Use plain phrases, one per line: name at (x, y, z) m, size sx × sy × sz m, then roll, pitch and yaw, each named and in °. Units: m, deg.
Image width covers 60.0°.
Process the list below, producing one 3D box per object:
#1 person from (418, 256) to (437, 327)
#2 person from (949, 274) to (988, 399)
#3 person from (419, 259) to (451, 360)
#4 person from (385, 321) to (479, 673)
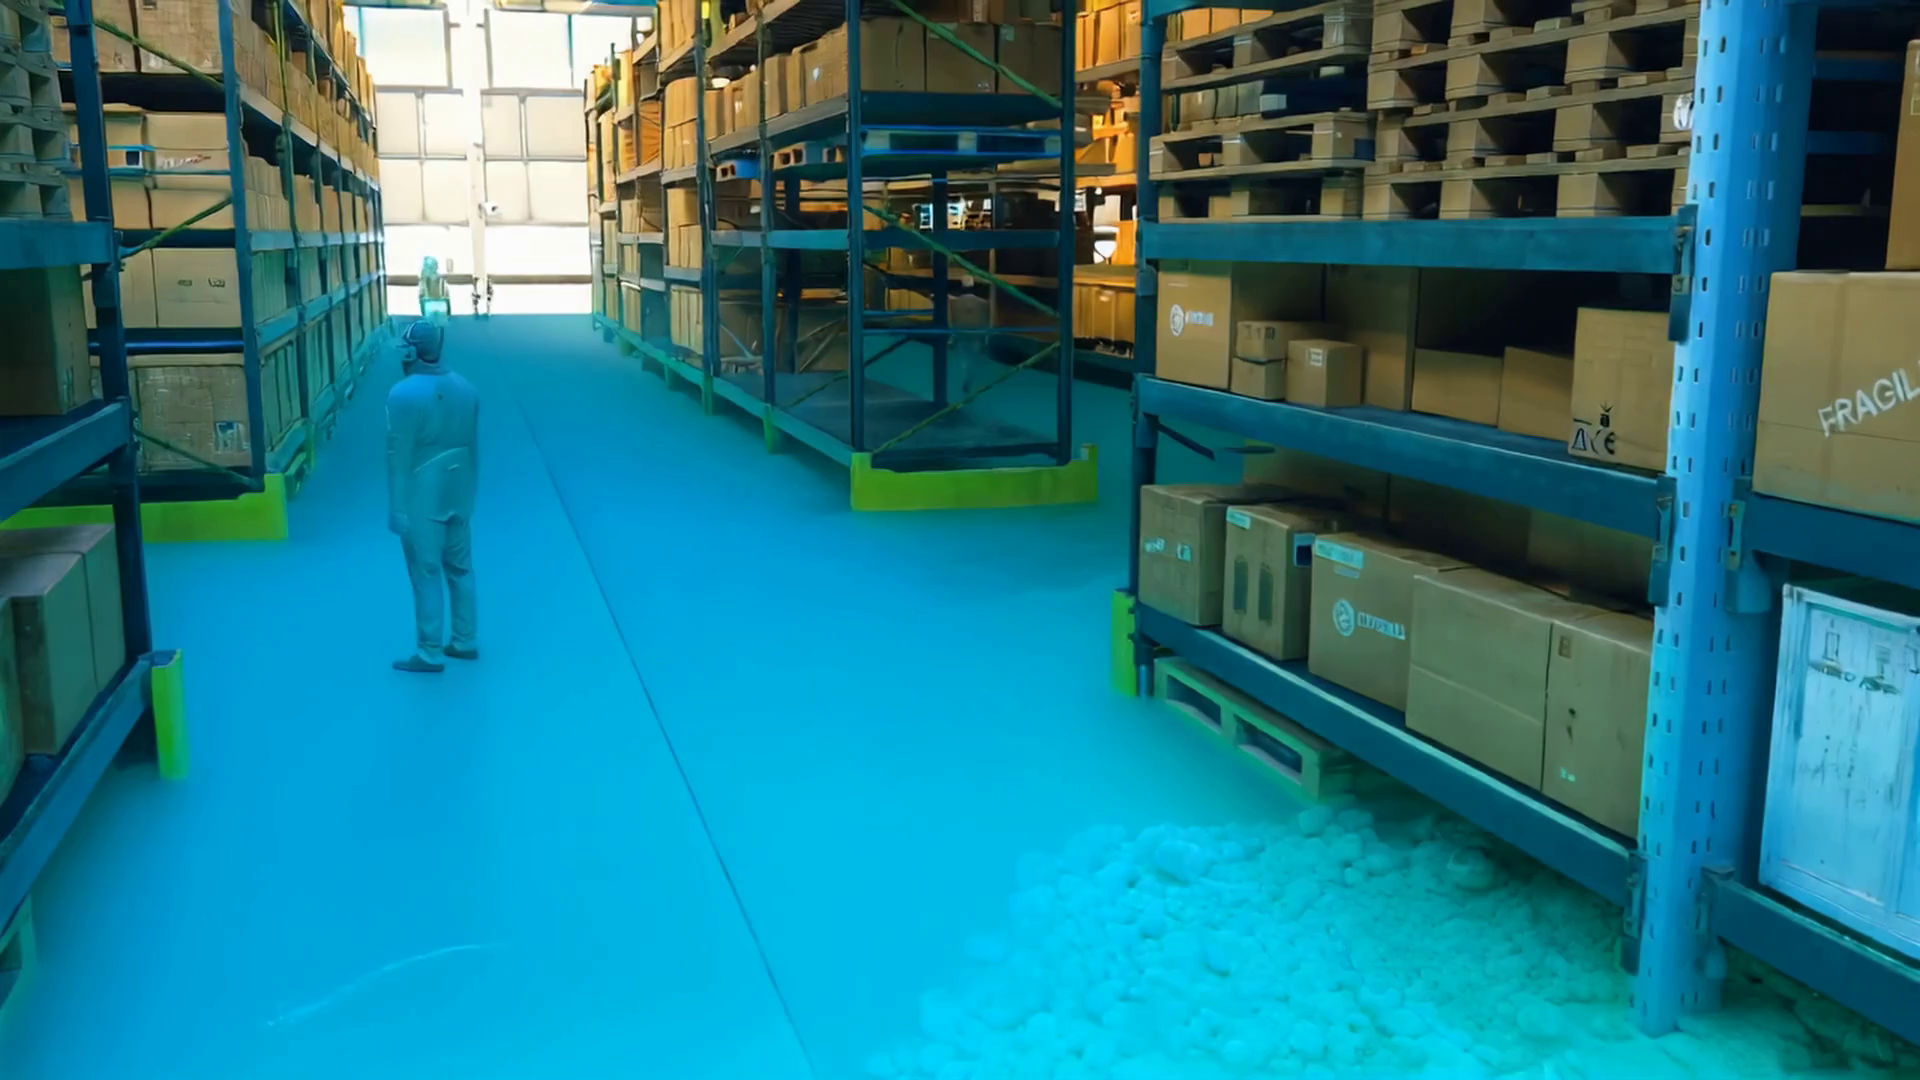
person at (-13.845, -6.480, 43.443) m, size 0.633 × 1.842 × 0.429 m, roll 8°, pitch 13°, yaw 37°
person at (0.127, -2.929, 24.042) m, size 0.597 × 1.817 × 0.495 m, roll -2°, pitch 11°, yaw -12°
person at (-10.058, -4.418, 31.897) m, size 0.567 × 1.926 × 0.400 m, roll -3°, pitch 11°, yaw -18°
person at (-2.891, -0.235, 9.063) m, size 0.398 × 1.899 × 0.650 m, roll 4°, pitch 11°, yaw 20°
